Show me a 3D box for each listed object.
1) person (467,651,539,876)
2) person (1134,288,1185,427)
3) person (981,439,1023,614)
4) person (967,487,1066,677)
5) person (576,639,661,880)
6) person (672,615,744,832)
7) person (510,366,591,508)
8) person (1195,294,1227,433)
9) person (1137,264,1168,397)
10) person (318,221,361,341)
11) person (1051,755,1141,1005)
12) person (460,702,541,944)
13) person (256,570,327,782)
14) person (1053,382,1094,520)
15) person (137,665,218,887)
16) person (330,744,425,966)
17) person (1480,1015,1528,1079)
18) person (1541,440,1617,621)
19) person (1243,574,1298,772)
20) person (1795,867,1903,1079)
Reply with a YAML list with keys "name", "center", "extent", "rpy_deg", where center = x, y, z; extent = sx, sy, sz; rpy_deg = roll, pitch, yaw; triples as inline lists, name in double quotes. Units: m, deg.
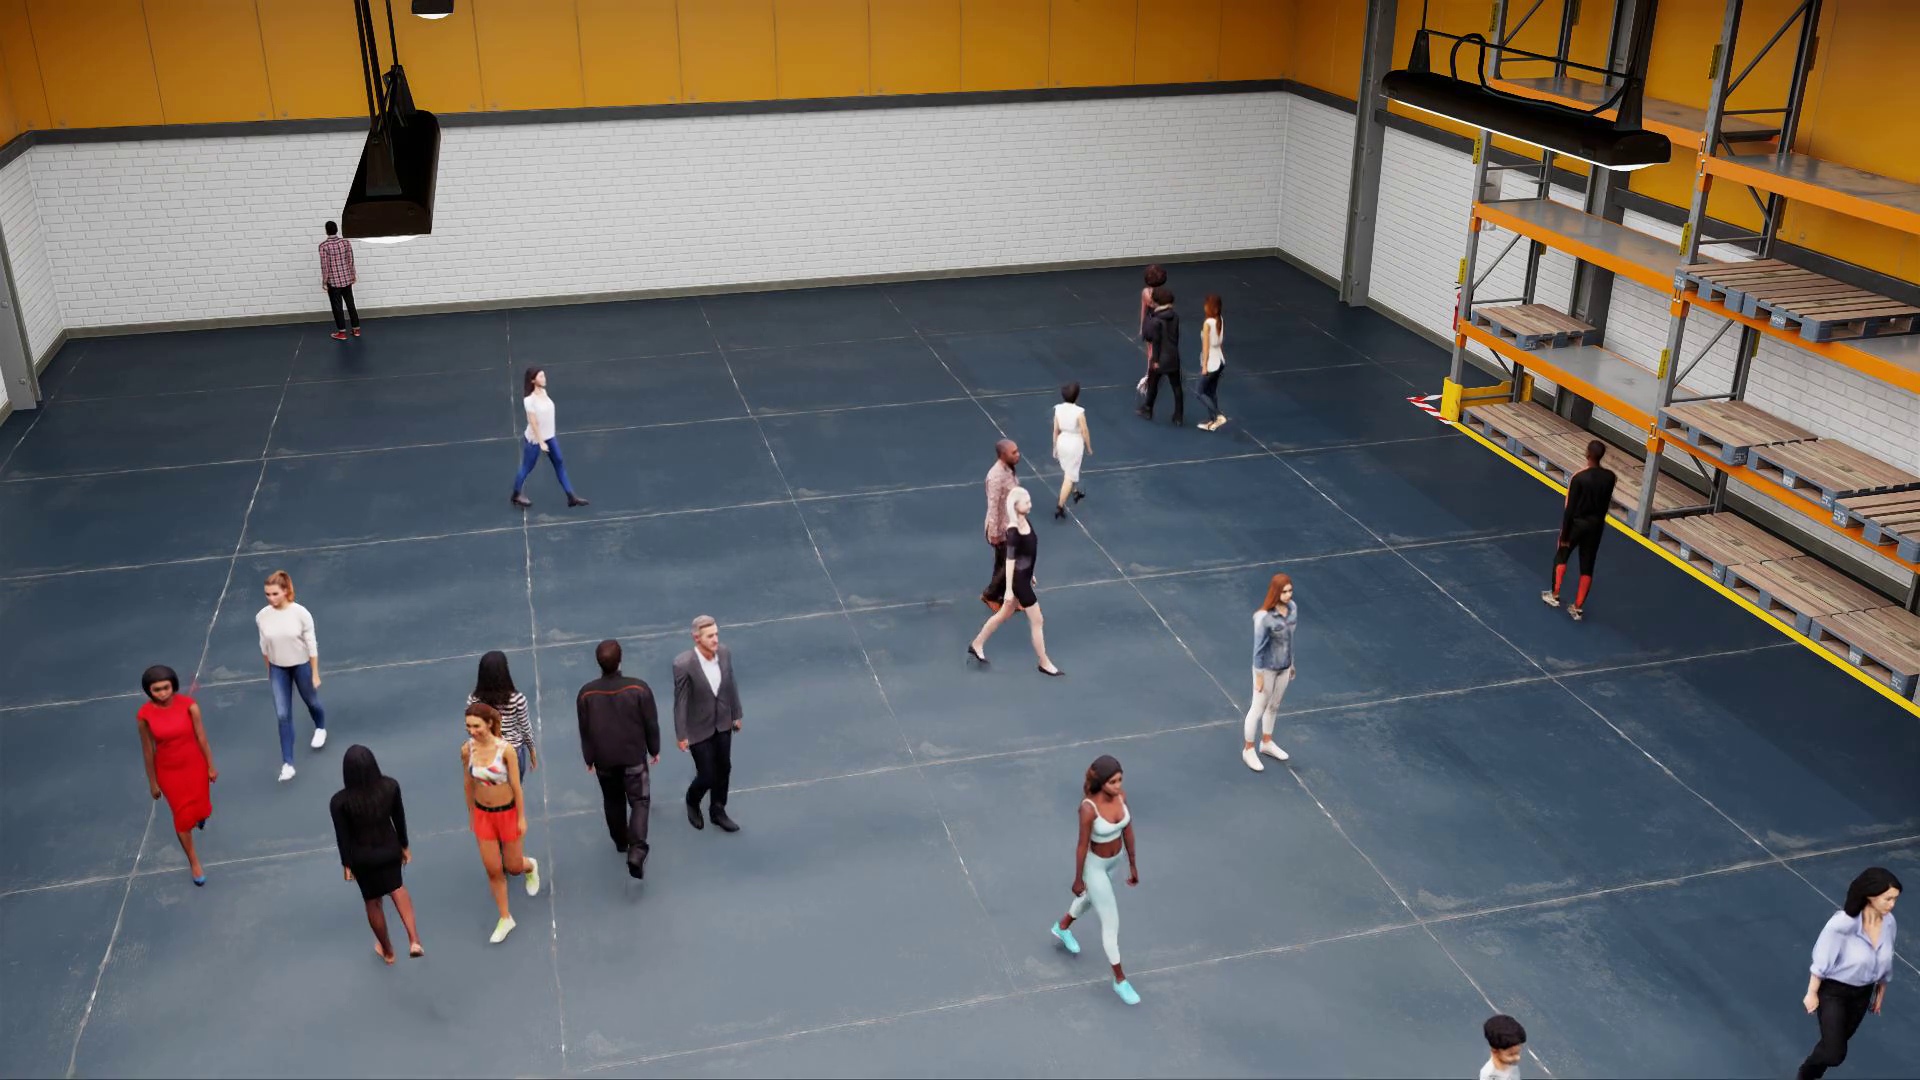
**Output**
- name: "person"
  center: [-3.312, 1.671, 11.996]
  extent: [0.676, 1.774, 0.704]
  rpy_deg: [0, 24, -1]
- name: "person"
  center: [2.657, -2.280, 21.090]
  extent: [0.852, 1.731, 1.047]
  rpy_deg: [-16, 28, -33]
- name: "person"
  center: [0.334, -0.131, 16.090]
  extent: [0.881, 1.798, 0.775]
  rpy_deg: [8, 25, 17]
- name: "person"
  center: [0.441, 0.391, 14.908]
  extent: [1.031, 1.788, 1.165]
  rpy_deg: [6, 24, 13]
- name: "person"
  center: [-2.474, 1.611, 12.081]
  extent: [0.821, 1.818, 1.117]
  rpy_deg: [-3, 24, -7]
- name: "person"
  center: [-1.960, 1.383, 12.597]
  extent: [0.897, 1.821, 0.876]
  rpy_deg: [20, 31, 38]
- name: "person"
  center: [-4.752, -1.085, 18.469]
  extent: [1.068, 1.640, 1.157]
  rpy_deg: [7, 24, 15]
- name: "person"
  center: [3.224, -2.177, 20.804]
  extent: [0.841, 1.772, 0.786]
  rpy_deg: [17, 29, 33]
- name: "person"
  center: [2.566, -2.754, 22.141]
  extent: [1.030, 1.757, 1.072]
  rpy_deg: [14, 27, 29]
- name: "person"
  center: [-9.229, -3.872, 24.693]
  extent: [0.803, 1.761, 0.790]
  rpy_deg: [18, 30, 36]
- name: "person"
  center: [0.881, 2.153, 11.007]
  extent: [0.894, 1.684, 1.189]
  rpy_deg: [-18, 29, -35]
- name: "person"
  center: [-3.158, 1.884, 11.508]
  extent: [0.803, 1.776, 0.983]
  rpy_deg: [4, 24, 8]
- name: "person"
  center: [-5.405, 1.041, 13.567]
  extent: [0.773, 1.671, 1.156]
  rpy_deg: [-2, 24, -3]
- name: "person"
  center: [1.195, -0.955, 18.330]
  extent: [0.989, 1.514, 0.973]
  rpy_deg: [17, 29, 34]
- name: "person"
  center: [-5.659, 1.658, 12.090]
  extent: [0.726, 1.724, 0.946]
  rpy_deg: [-12, 26, -26]
- name: "person"
  center: [-3.838, 2.144, 10.998]
  extent: [0.802, 1.708, 0.926]
  rpy_deg: [-18, 29, -35]
- name: "person"
  center: [2.948, 3.153, 9.261]
  extent: [0.604, 1.250, 0.569]
  rpy_deg: [21, 31, 39]
- name: "person"
  center: [6.028, -0.072, 15.962]
  extent: [0.742, 1.792, 0.859]
  rpy_deg: [0, 24, 0]
- name: "person"
  center: [2.529, 1.042, 13.528]
  extent: [0.684, 1.700, 0.646]
  rpy_deg: [-17, 29, -34]
- name: "person"
  center: [5.170, 2.636, 9.845]
  extent: [0.667, 1.731, 0.617]
  rpy_deg: [-4, 24, -10]
